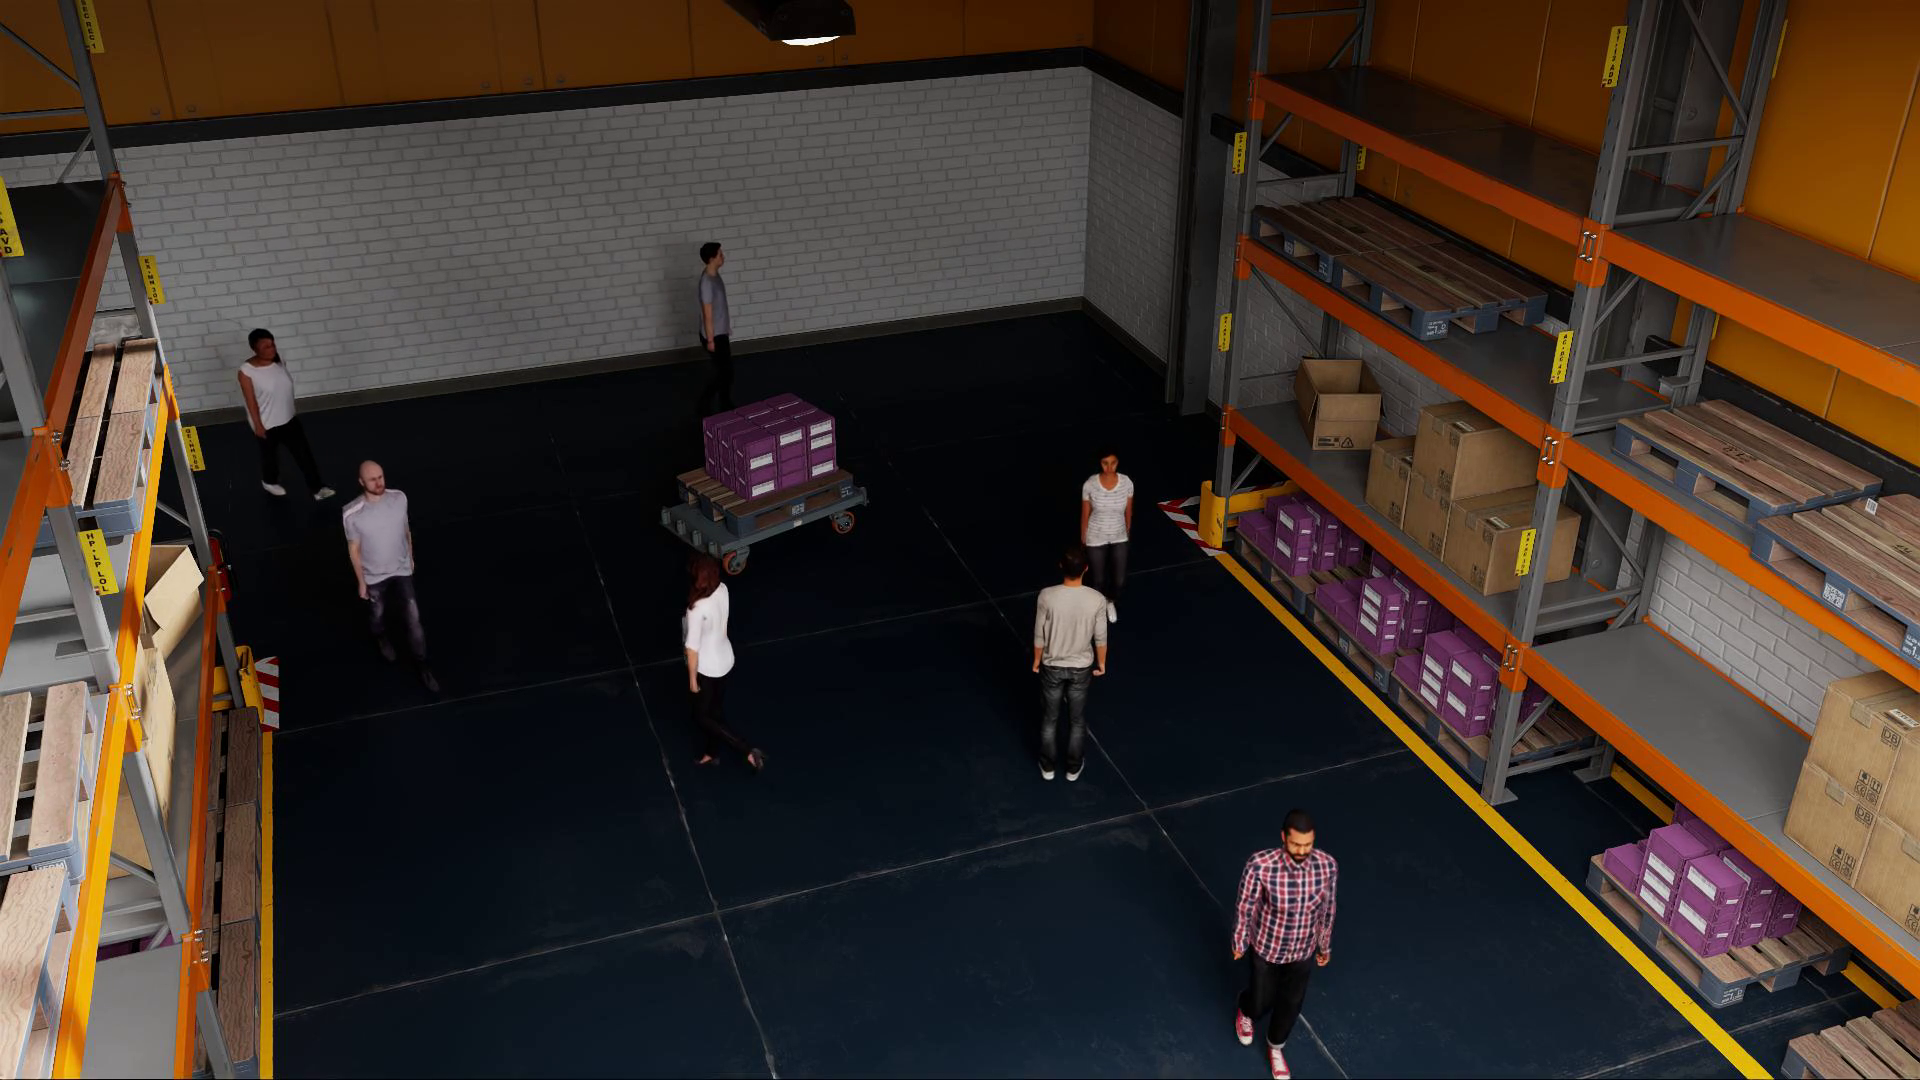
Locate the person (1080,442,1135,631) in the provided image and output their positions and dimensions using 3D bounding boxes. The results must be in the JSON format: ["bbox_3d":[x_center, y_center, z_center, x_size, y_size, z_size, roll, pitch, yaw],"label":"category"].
[{"bbox_3d":[1.136,-0.042,13.122,0.656,1.635,0.700,-1,29,-2],"label":"person"}]

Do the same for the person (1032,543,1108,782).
[{"bbox_3d":[0.731,0.851,11.306,0.726,1.805,0.685,1,29,1],"label":"person"}]

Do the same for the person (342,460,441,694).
[{"bbox_3d":[-4.350,0.214,12.493,0.916,1.788,1.292,-20,34,-32],"label":"person"}]

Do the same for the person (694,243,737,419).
[{"bbox_3d":[-2.497,-2.050,16.572,0.931,1.857,0.860,1,29,2],"label":"person"}]

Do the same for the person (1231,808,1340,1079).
[{"bbox_3d":[1.737,2.128,9.025,0.784,1.749,0.830,-3,29,-6],"label":"person"}]

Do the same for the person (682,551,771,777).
[{"bbox_3d":[-1.604,0.894,11.254,0.994,1.780,0.943,12,31,21],"label":"person"}]

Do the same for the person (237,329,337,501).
[{"bbox_3d":[-6.254,-1.121,15.089,1.179,1.645,1.068,16,33,27],"label":"person"}]
